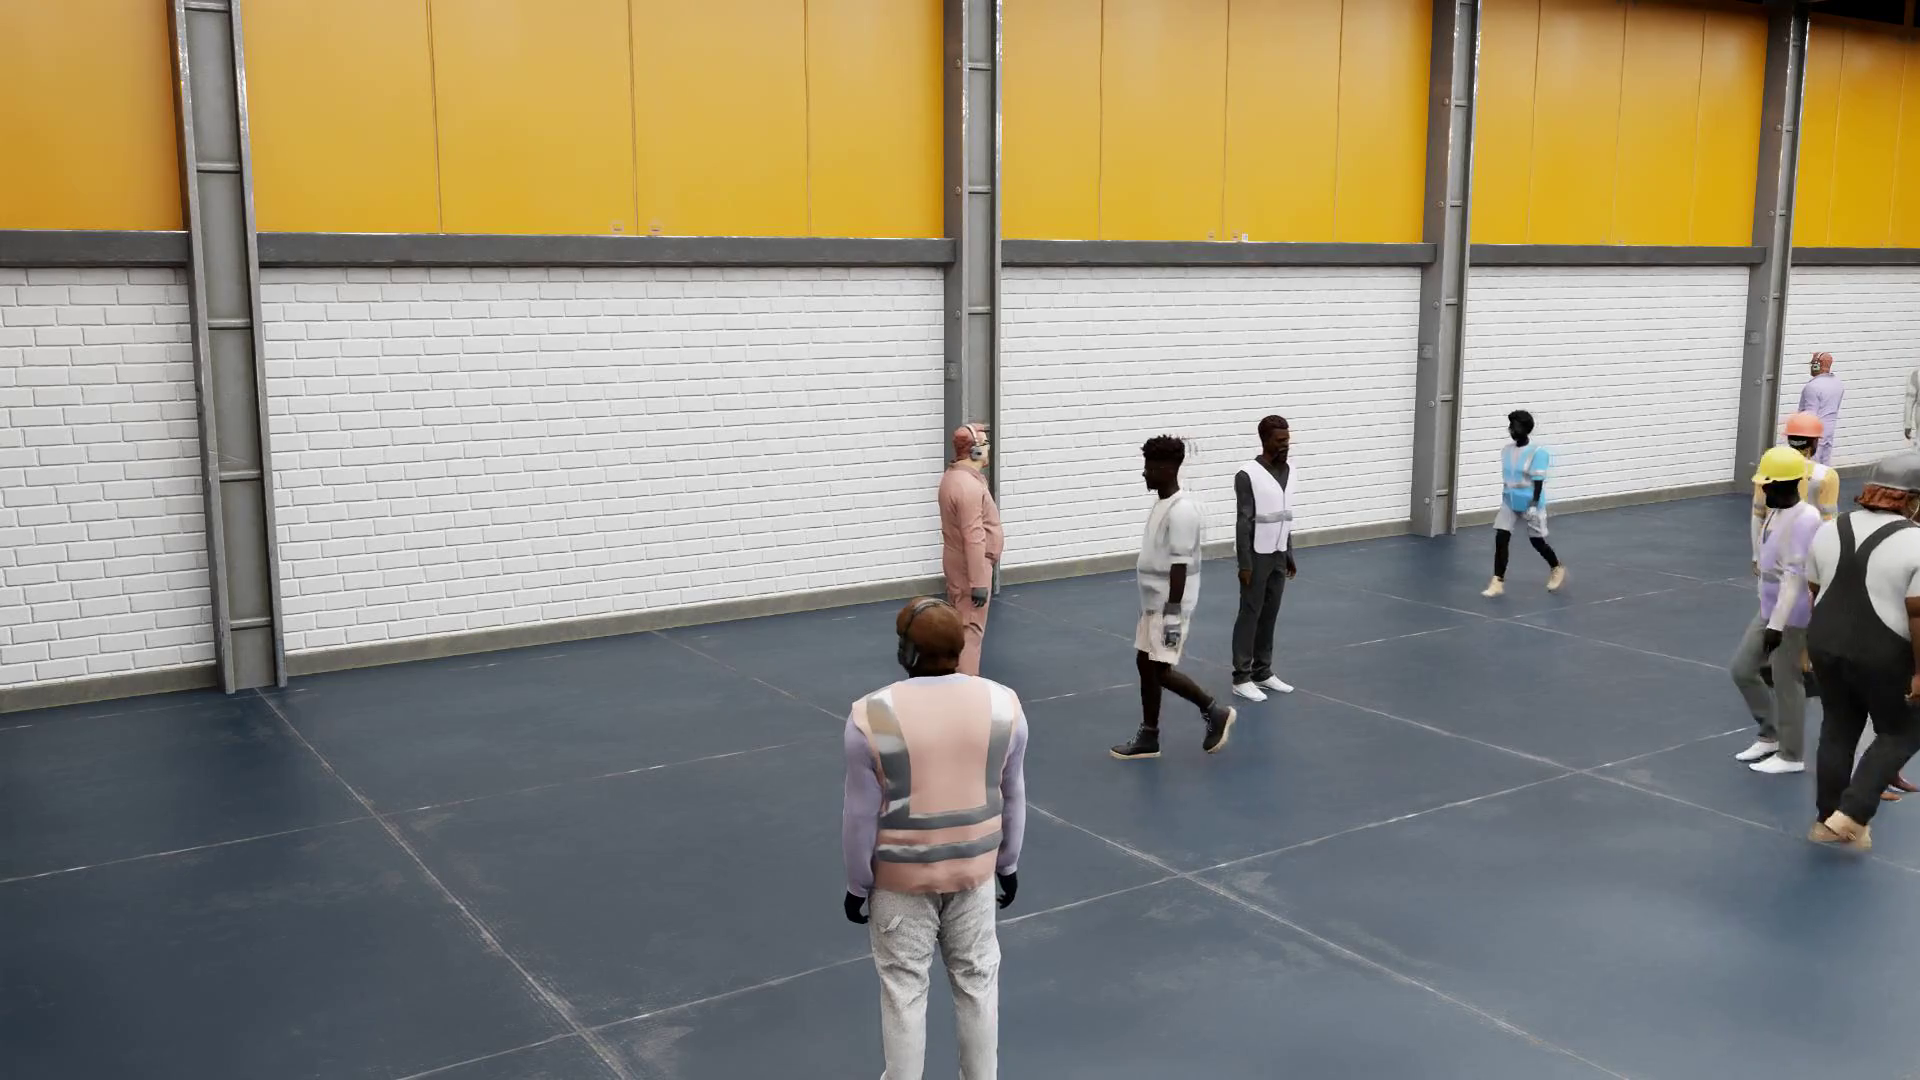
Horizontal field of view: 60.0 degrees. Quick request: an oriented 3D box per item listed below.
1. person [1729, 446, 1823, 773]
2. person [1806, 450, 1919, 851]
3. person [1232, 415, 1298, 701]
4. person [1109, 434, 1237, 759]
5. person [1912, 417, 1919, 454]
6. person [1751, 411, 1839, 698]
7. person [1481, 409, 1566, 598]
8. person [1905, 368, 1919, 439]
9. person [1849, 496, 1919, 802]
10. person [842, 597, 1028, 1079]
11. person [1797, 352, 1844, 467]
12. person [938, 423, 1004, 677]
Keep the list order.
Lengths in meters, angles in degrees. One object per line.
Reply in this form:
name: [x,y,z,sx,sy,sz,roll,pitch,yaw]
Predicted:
person: [4.662,0.410,9.482,0.479,1.896,0.583,1,9,5]
person: [4.519,0.545,8.224,0.565,2.000,0.716,-4,10,-25]
person: [2.053,0.107,11.229,0.590,1.918,0.386,-9,13,-44]
person: [1.247,0.351,9.676,0.639,1.946,0.634,-1,10,-9]
person: [9.568,-0.646,16.109,0.651,1.812,0.788,6,11,30]
person: [5.659,0.091,11.273,0.376,1.934,0.554,-8,12,-40]
person: [5.001,-0.328,14.626,0.817,1.664,0.527,-6,11,-31]
person: [11.938,-1.470,20.438,0.901,2.018,0.632,-8,12,-39]
person: [5.114,0.518,9.040,0.530,1.836,0.651,6,11,32]
person: [-0.093,1.095,5.512,0.633,1.842,0.429,-3,10,-19]
person: [9.910,-1.223,19.279,0.643,1.909,0.410,-7,12,-35]
person: [0.080,0.207,10.648,0.410,1.913,0.651,-2,10,-11]
